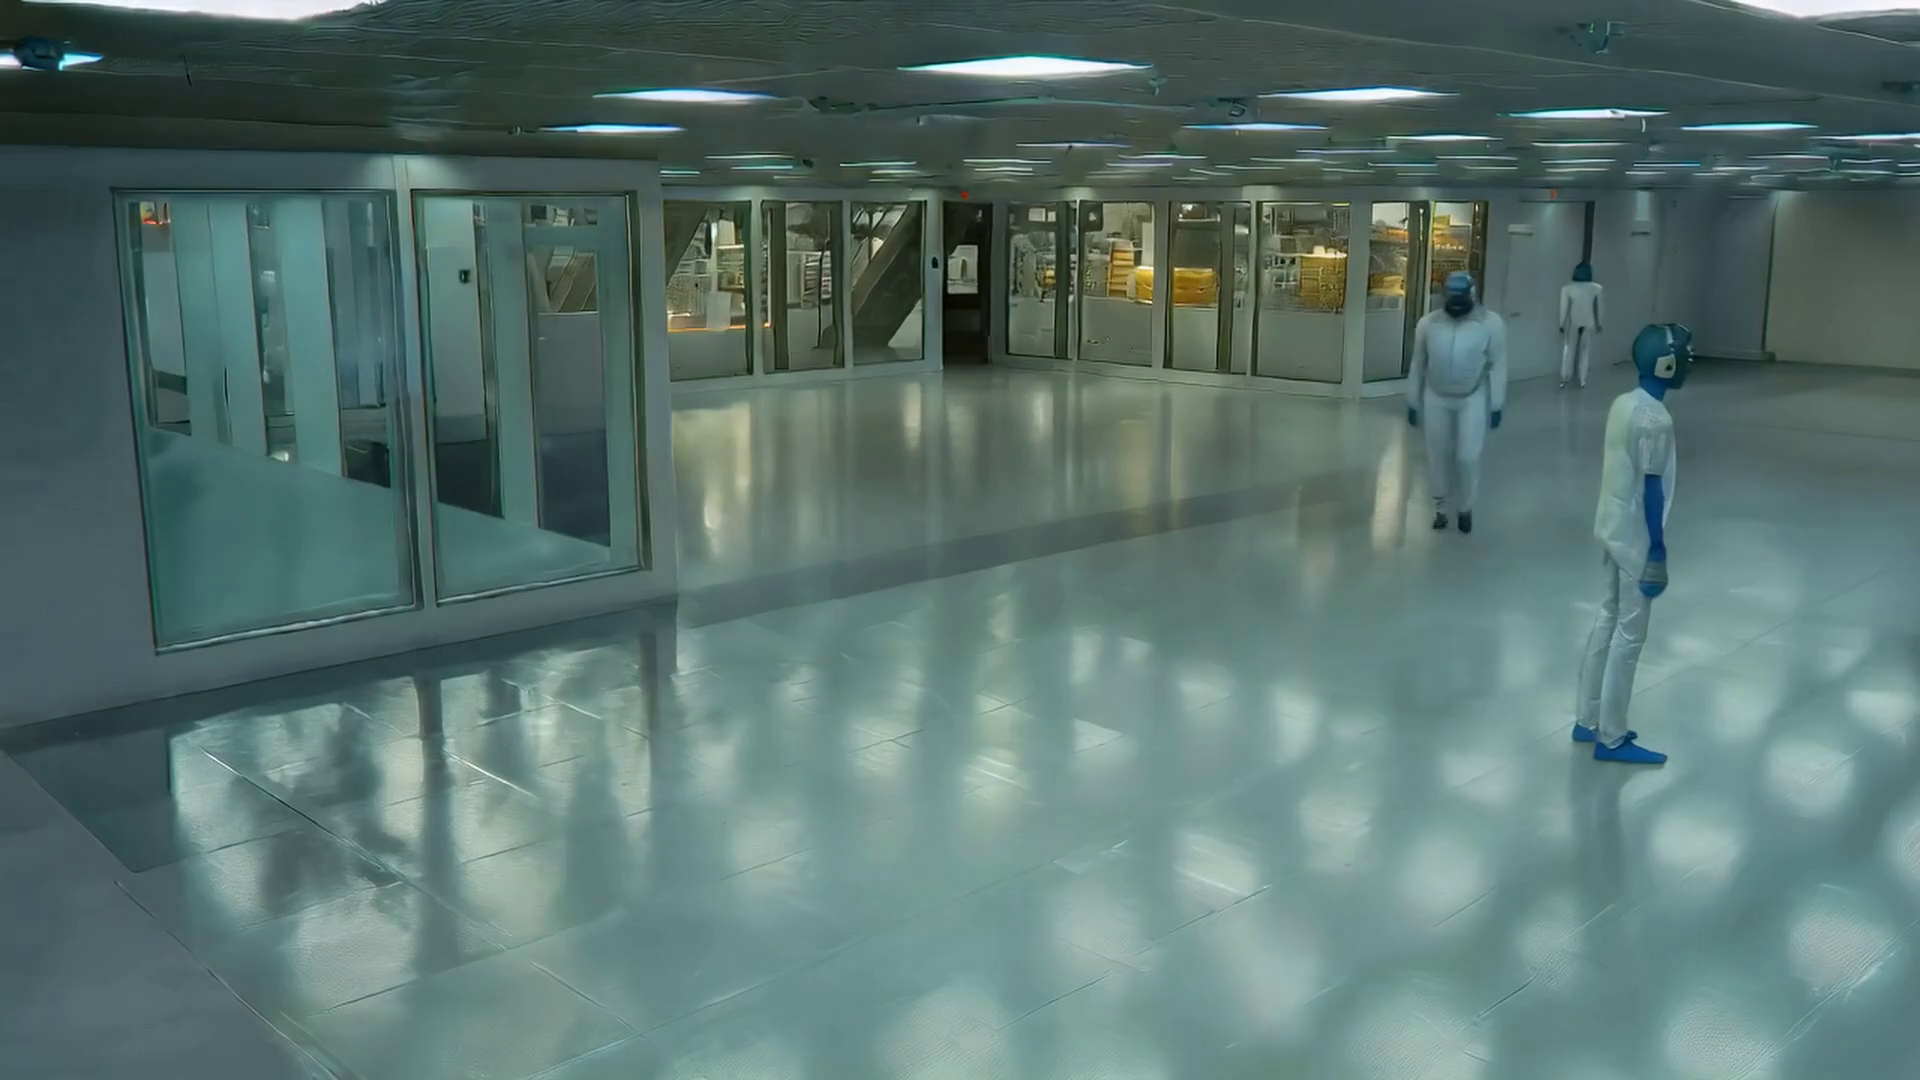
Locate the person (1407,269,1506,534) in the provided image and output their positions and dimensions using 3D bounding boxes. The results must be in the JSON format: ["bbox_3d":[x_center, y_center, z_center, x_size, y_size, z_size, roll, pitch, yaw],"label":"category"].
[{"bbox_3d":[3.526,-0.980,11.917,0.670,1.885,0.582,5,13,26],"label":"person"}]

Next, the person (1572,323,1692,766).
[{"bbox_3d":[2.850,0.019,7.014,0.328,1.861,0.506,0,11,1],"label":"person"}]

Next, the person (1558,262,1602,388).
[{"bbox_3d":[8.087,-2.805,21.703,0.517,1.632,0.293,4,12,18],"label":"person"}]
